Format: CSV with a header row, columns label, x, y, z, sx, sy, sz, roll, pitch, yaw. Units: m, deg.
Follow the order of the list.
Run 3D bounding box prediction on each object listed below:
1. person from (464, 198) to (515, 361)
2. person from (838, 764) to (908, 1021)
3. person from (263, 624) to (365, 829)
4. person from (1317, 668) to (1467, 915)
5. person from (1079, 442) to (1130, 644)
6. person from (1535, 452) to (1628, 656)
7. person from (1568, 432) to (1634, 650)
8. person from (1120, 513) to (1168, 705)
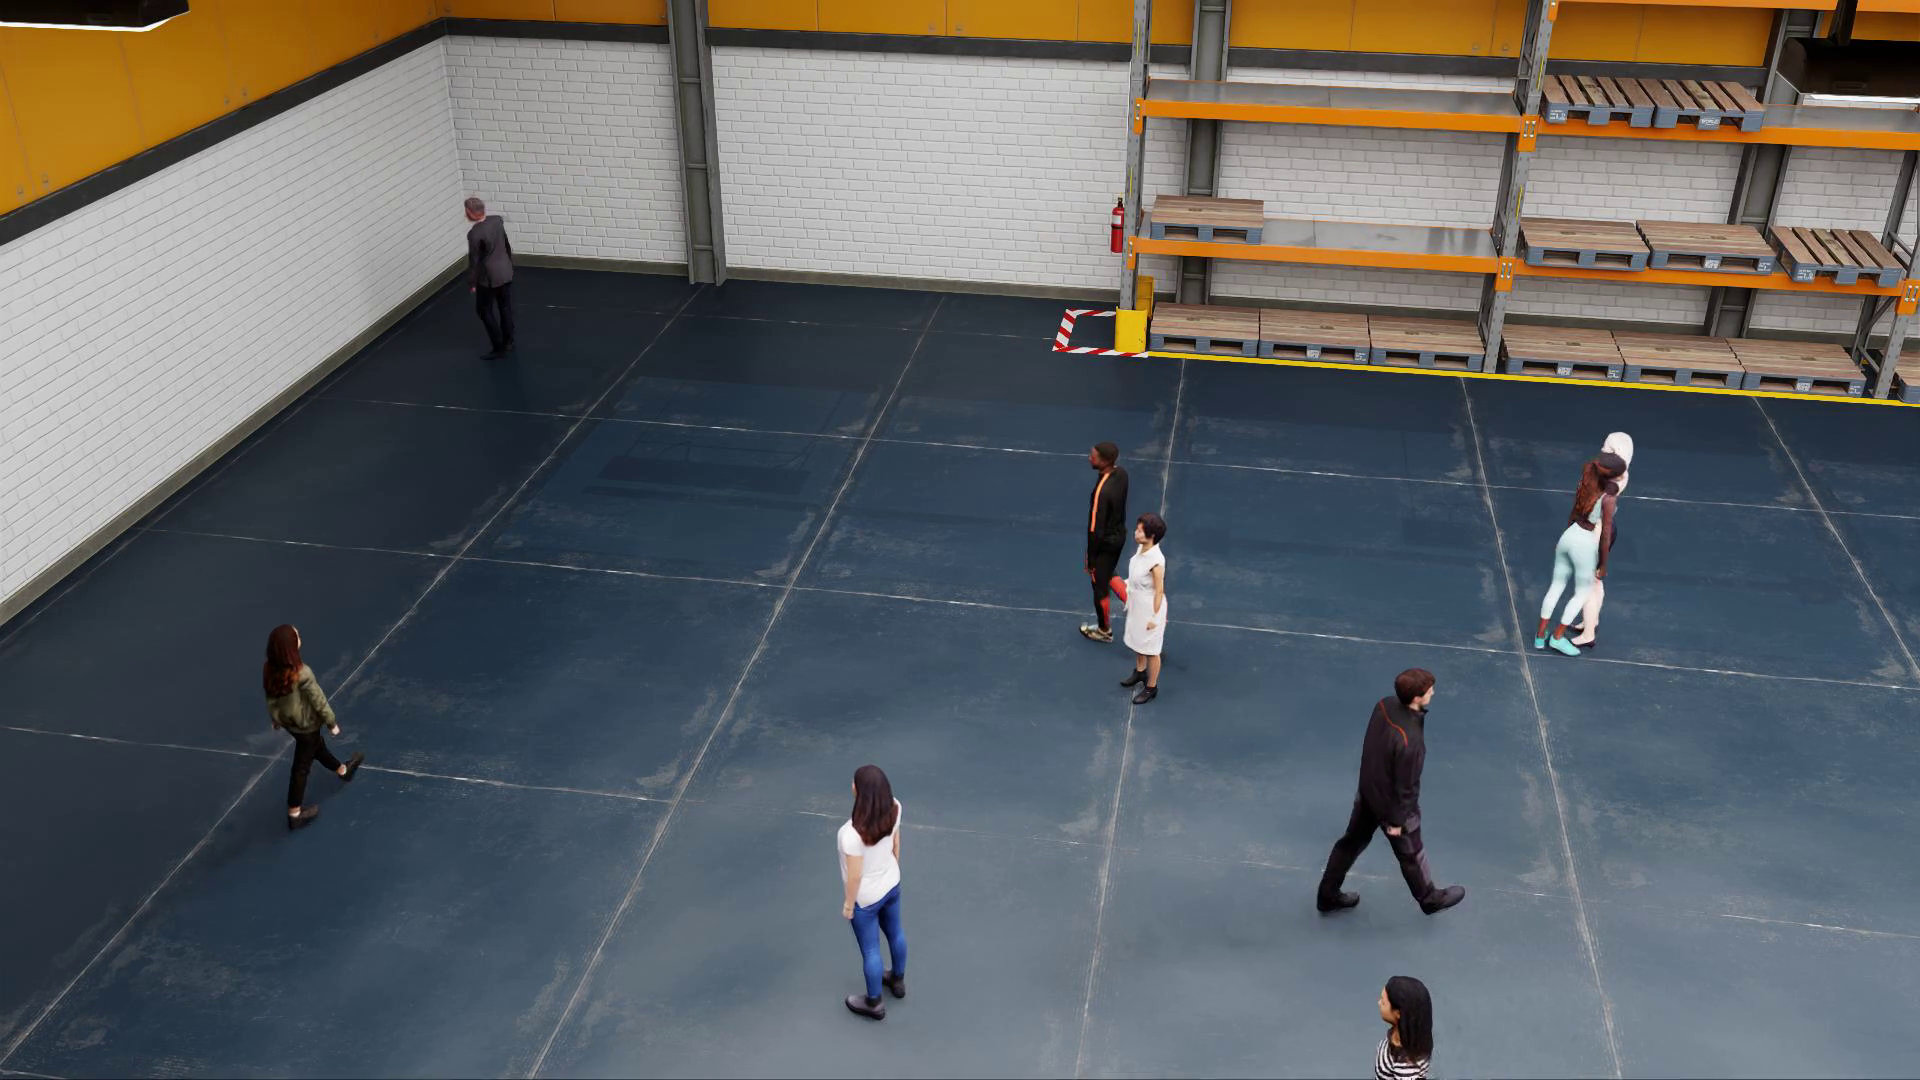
label,x,y,z,sx,sy,sz,roll,pitch,yaw
person,-5.119,-2.920,18.278,0.883,1.812,0.775,-26,38,-38
person,-0.483,1.992,9.405,0.684,1.684,0.681,20,35,33
person,-4.418,1.254,11.011,0.982,1.442,0.885,16,32,27
person,2.494,1.574,10.060,1.242,1.791,1.017,-6,29,-12
person,1.217,0.057,12.842,0.960,1.792,0.846,18,33,29
person,4.781,0.095,12.876,0.799,1.692,0.748,-18,33,-29
person,4.969,0.010,12.893,0.616,1.824,0.649,15,32,25
person,1.385,0.489,12.296,0.634,1.555,0.630,-6,29,-11
